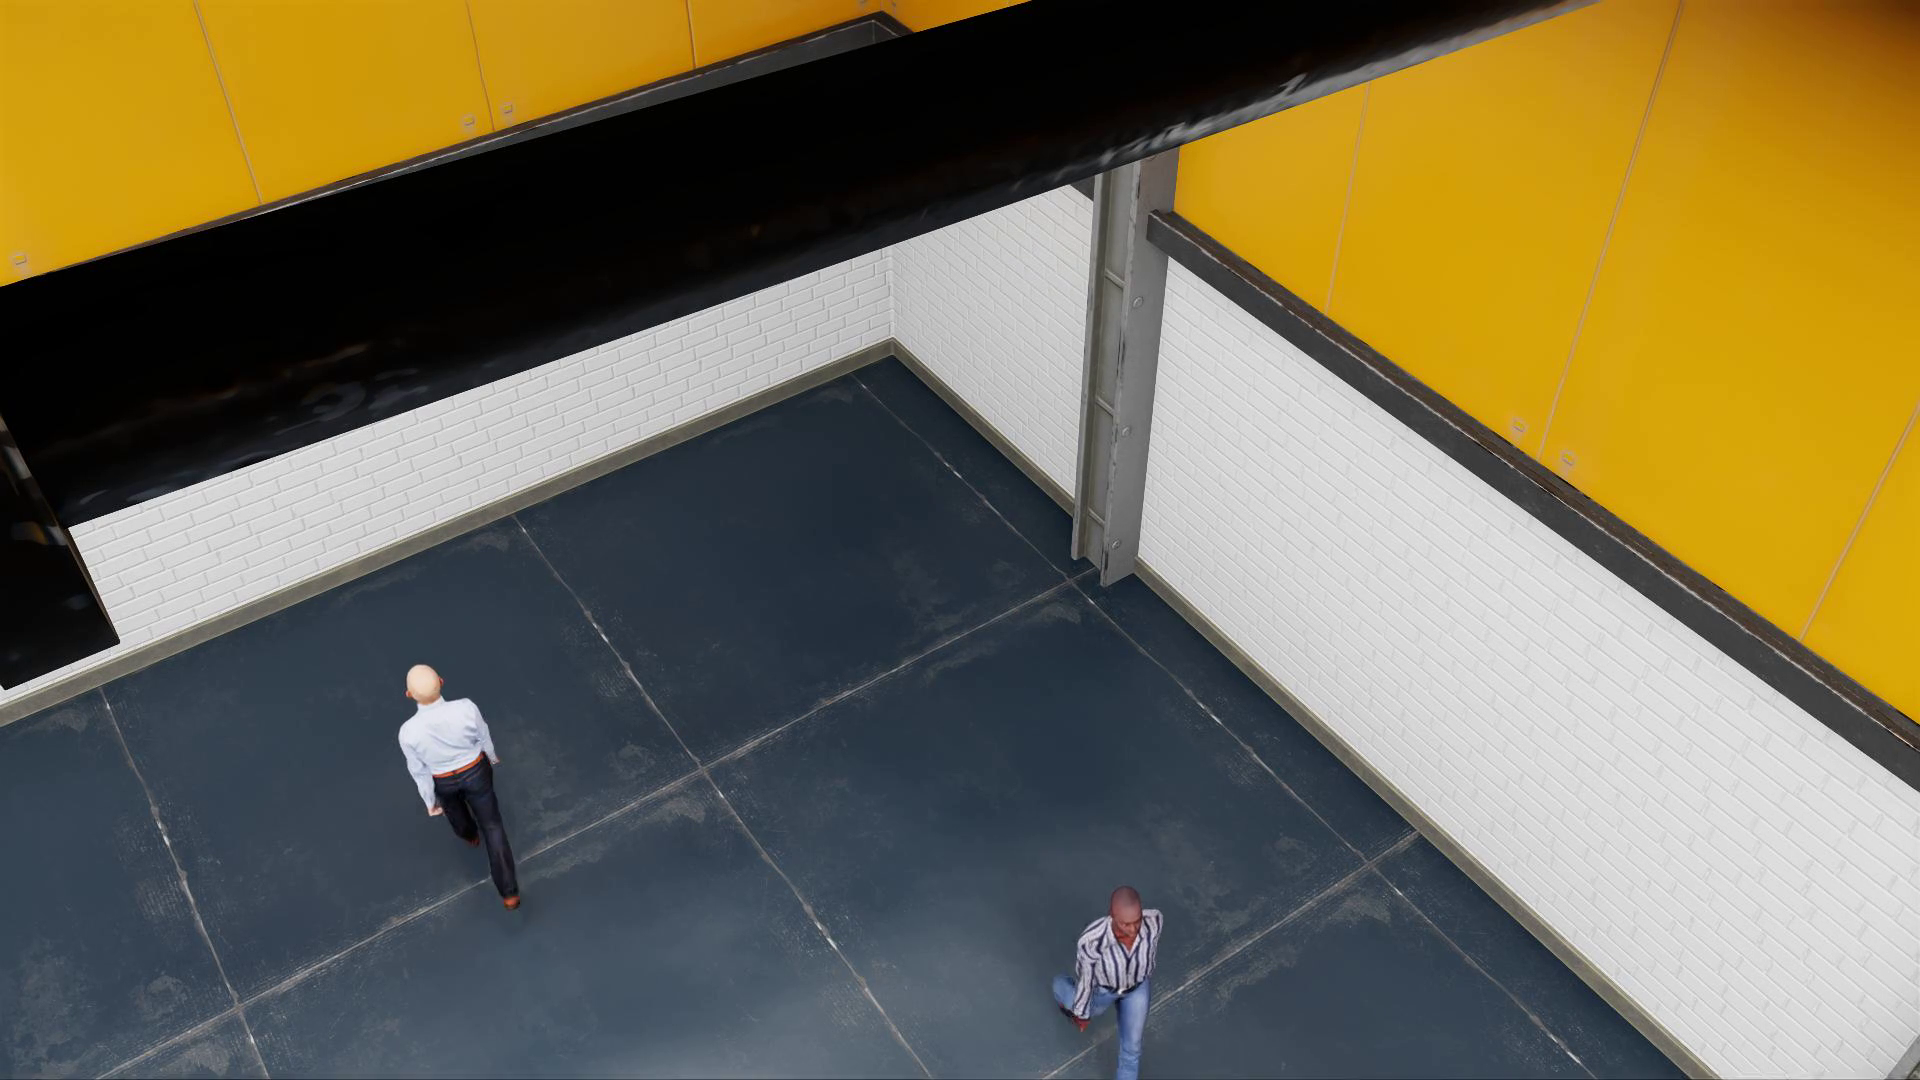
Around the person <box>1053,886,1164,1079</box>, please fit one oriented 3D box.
[{"bbox_3d":[0.749,2.261,8.646,0.827,1.759,1.183,-14,45,-14],"label":"person"}]

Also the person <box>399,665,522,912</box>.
[{"bbox_3d":[-2.834,1.417,9.532,0.798,1.759,1.261,-17,46,-17],"label":"person"}]
